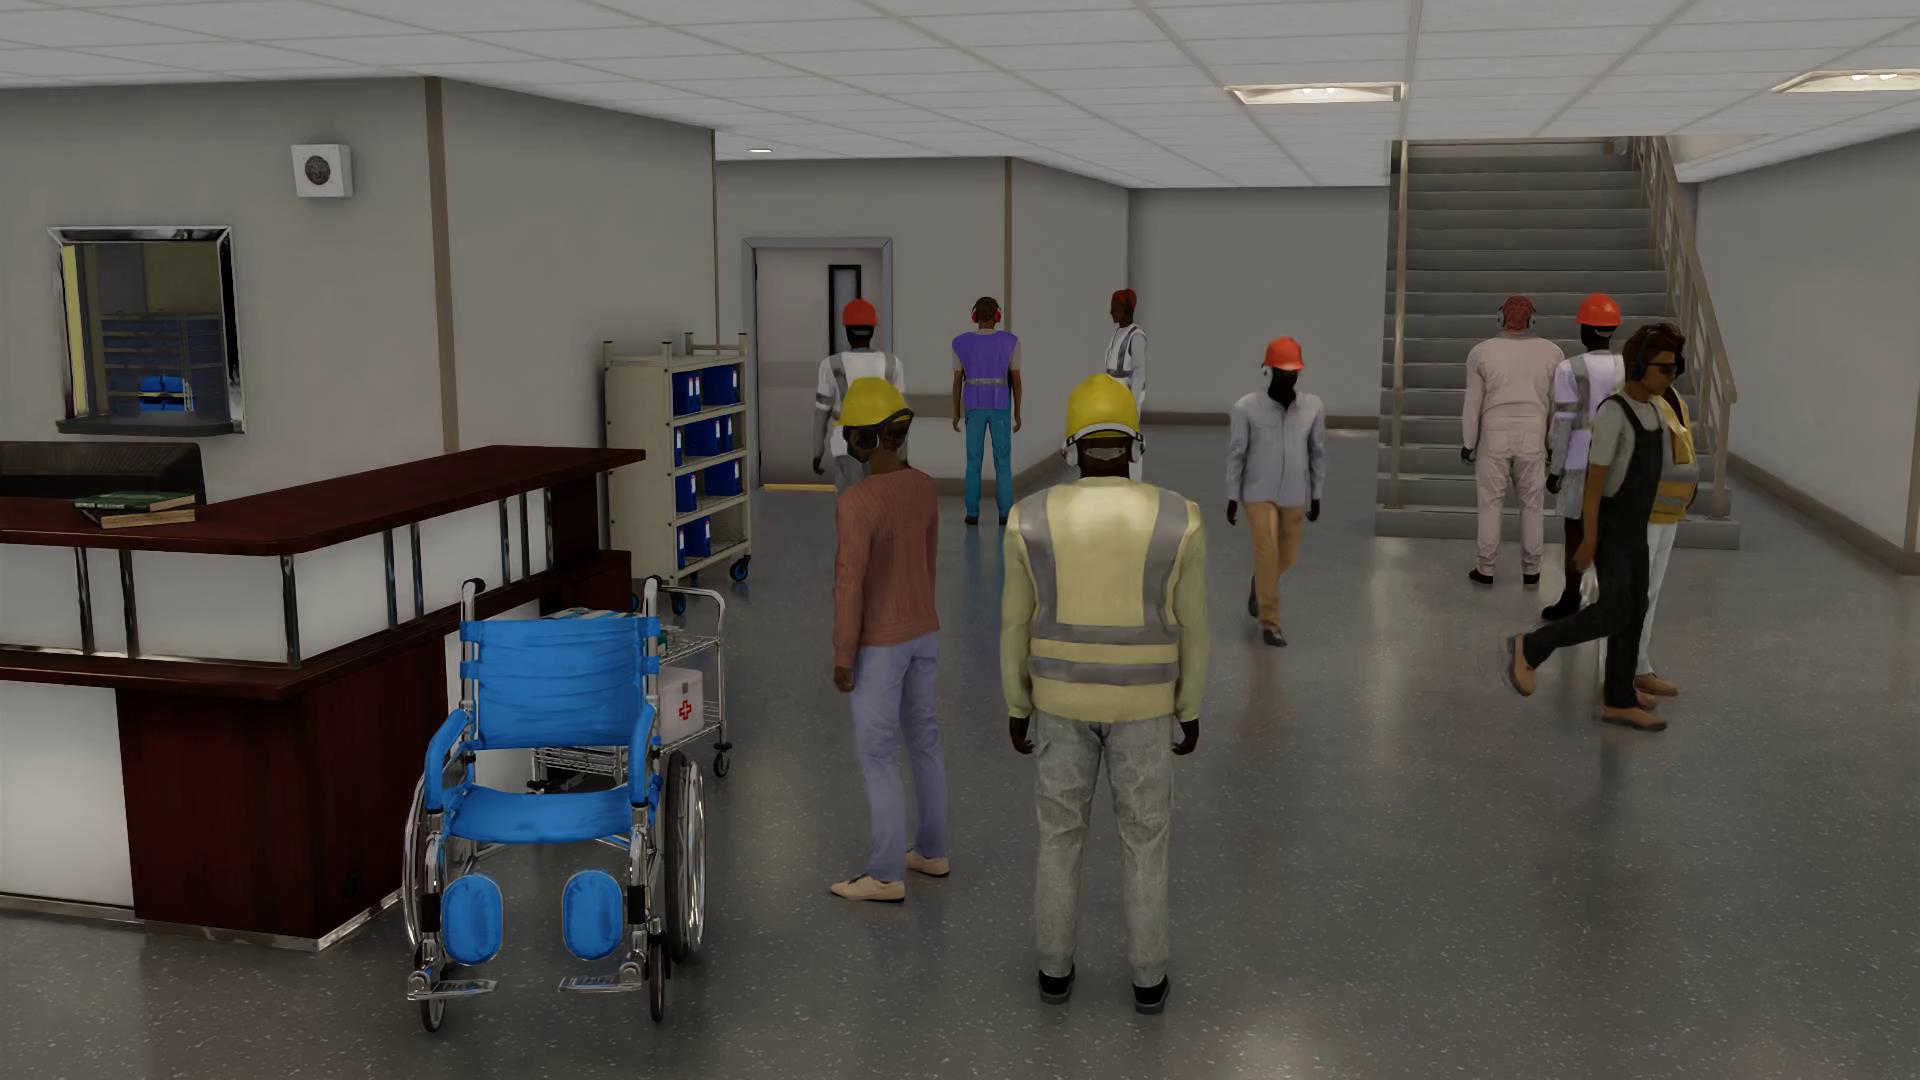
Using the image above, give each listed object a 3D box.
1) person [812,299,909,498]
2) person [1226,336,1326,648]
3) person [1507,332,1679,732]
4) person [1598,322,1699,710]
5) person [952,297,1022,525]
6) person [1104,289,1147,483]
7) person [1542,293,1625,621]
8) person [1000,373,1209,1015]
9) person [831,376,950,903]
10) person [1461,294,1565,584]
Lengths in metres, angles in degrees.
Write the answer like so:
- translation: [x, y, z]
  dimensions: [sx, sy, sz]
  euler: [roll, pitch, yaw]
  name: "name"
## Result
- translation: [-0.644, -0.602, 10.728]
  dimensions: [0.584, 1.887, 0.999]
  euler: [-3, 10, -16]
  name: "person"
- translation: [1.756, -0.298, 9.415]
  dimensions: [0.577, 1.726, 0.723]
  euler: [-2, 10, -10]
  name: "person"
- translation: [2.942, -0.047, 7.616]
  dimensions: [0.626, 1.819, 0.509]
  euler: [9, 13, 41]
  name: "person"
- translation: [3.311, -0.122, 8.016]
  dimensions: [0.429, 1.842, 0.633]
  euler: [8, 13, 40]
  name: "person"
- translation: [0.214, -1.027, 13.359]
  dimensions: [0.563, 1.837, 0.389]
  euler: [1, 10, 4]
  name: "person"
- translation: [1.386, -1.180, 14.119]
  dimensions: [0.355, 1.885, 0.575]
  euler: [-3, 10, -15]
  name: "person"
- translation: [3.689, -0.464, 9.732]
  dimensions: [0.544, 1.943, 0.347]
  euler: [-2, 10, -12]
  name: "person"
- translation: [0.413, 0.441, 4.775]
  dimensions: [0.590, 1.827, 0.403]
  euler: [2, 10, 10]
  name: "person"
- translation: [-0.261, 0.331, 5.613]
  dimensions: [0.349, 1.759, 0.522]
  euler: [6, 11, 32]
  name: "person"
- translation: [3.633, -0.659, 10.985]
  dimensions: [0.648, 1.907, 0.401]
  euler: [1, 10, 6]
  name: "person"
